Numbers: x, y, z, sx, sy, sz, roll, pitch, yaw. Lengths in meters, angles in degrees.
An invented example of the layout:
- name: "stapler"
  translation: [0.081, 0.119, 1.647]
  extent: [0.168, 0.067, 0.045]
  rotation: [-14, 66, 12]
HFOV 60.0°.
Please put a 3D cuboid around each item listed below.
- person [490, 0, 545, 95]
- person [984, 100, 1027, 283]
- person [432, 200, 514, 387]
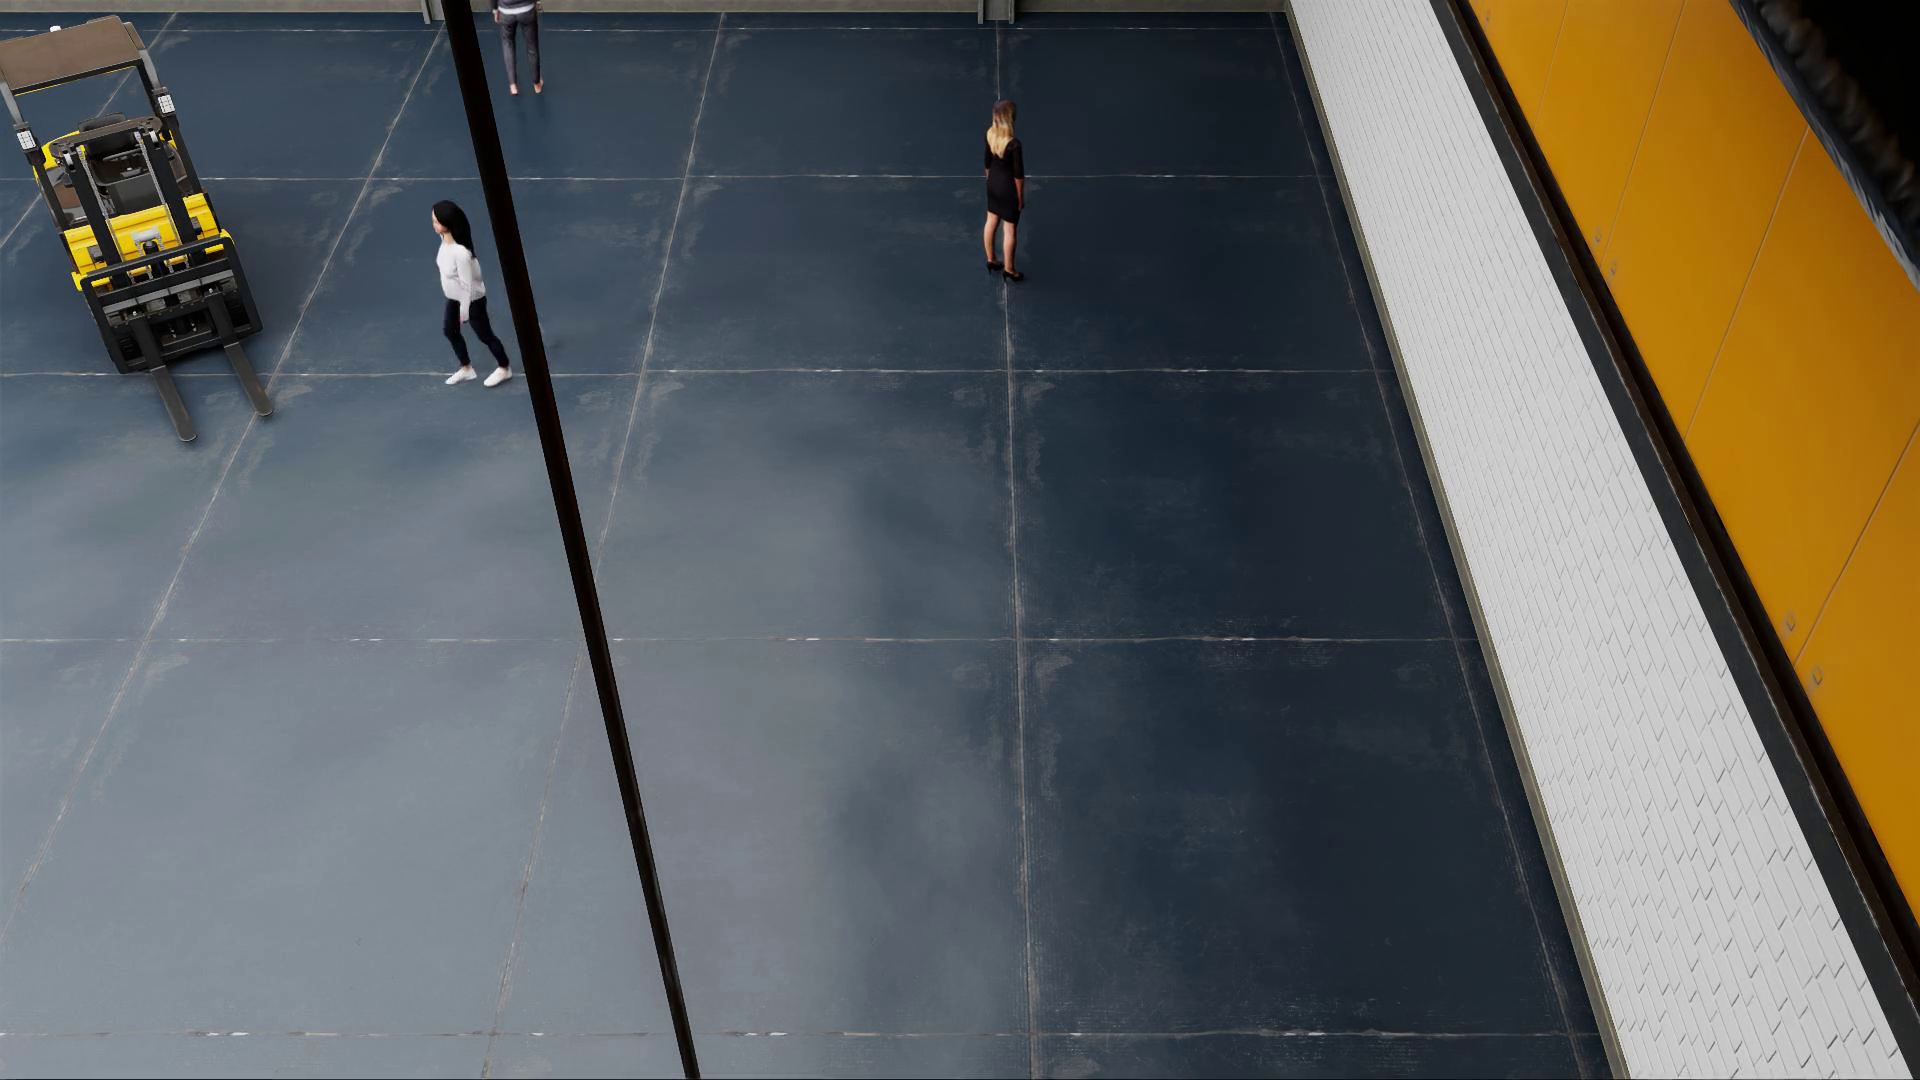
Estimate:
- name: "person"
  translation: [-4.336, -5.175, 16.304]
  extent: [0.592, 1.765, 0.738]
  rotation: [-7, 44, -7]
- name: "person"
  translation: [0.362, -2.937, 14.020]
  extent: [0.659, 1.676, 0.609]
  rotation: [-32, 52, -29]
- name: "person"
  translation: [-3.748, -1.922, 12.948]
  extent: [0.886, 1.685, 0.818]
  rotation: [-28, 50, -26]
